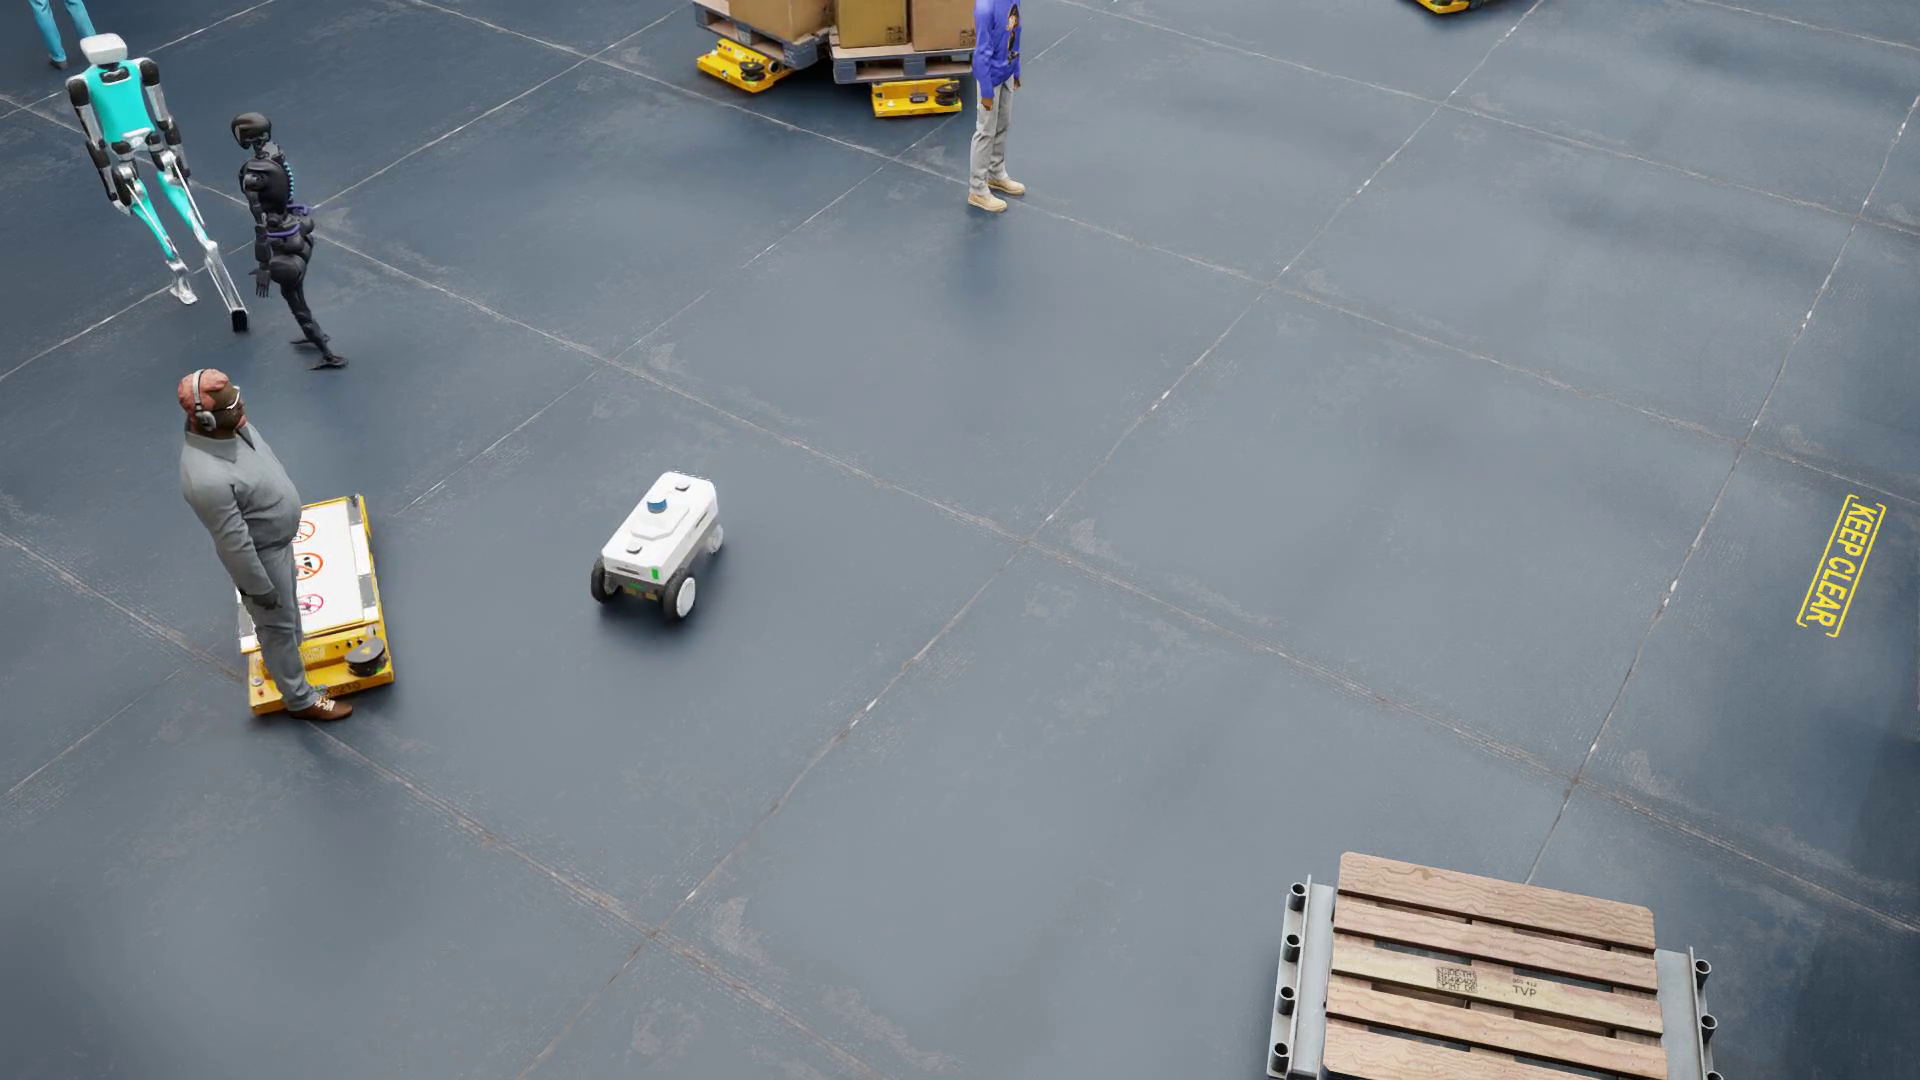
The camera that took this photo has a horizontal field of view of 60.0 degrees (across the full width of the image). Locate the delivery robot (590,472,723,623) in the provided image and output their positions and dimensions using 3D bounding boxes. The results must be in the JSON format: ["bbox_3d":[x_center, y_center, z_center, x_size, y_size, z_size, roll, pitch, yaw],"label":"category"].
[{"bbox_3d":[-1.537,0.016,8.555,0.499,0.606,0.807,14,44,15],"label":"delivery robot"}]

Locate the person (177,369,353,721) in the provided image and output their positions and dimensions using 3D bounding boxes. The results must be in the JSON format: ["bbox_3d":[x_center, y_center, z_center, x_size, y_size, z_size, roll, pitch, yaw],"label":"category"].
[{"bbox_3d":[-3.143,0.024,7.525,0.411,1.909,0.637,-10,43,-11],"label":"person"}]

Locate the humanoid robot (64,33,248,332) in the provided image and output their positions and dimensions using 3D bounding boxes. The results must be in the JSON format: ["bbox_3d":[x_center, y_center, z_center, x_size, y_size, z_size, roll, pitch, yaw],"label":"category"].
[{"bbox_3d":[-4.745,-2.065,9.999,0.556,1.771,0.966,-33,51,-31],"label":"humanoid robot"}]

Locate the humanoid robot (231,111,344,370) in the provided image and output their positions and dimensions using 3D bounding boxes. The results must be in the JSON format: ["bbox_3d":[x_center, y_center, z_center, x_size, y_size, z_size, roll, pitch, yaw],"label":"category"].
[{"bbox_3d":[-3.938,-1.703,9.626,0.379,1.657,0.589,-1,42,-1],"label":"humanoid robot"}]

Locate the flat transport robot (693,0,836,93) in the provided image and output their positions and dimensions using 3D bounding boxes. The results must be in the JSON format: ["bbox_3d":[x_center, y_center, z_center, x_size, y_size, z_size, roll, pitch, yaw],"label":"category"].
[{"bbox_3d":[-1.342,-3.966,13.218,0.659,0.231,1.431,31,50,30],"label":"flat transport robot"}]

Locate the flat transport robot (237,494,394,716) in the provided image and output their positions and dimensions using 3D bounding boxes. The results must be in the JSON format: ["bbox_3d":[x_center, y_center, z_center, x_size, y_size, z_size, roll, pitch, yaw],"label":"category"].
[{"bbox_3d":[-3.317,0.266,8.482,0.659,0.231,1.431,-14,44,-15],"label":"flat transport robot"}]

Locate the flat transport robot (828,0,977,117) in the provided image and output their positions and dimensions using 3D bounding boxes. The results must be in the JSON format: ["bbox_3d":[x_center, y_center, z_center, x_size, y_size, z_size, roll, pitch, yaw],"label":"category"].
[{"bbox_3d":[-0.409,-3.707,12.928,0.659,0.231,1.431,-6,42,-6],"label":"flat transport robot"}]

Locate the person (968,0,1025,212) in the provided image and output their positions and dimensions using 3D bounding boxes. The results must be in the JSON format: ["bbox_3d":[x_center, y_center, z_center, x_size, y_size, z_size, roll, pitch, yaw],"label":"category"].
[{"bbox_3d":[0.274,-3.079,11.035,0.380,1.865,0.457,21,46,22],"label":"person"}]

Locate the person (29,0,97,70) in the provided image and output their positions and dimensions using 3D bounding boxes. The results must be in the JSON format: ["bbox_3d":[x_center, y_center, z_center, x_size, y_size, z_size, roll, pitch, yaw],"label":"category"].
[{"bbox_3d":[-7.026,-4.480,12.608,0.562,1.847,0.389,-22,46,-22],"label":"person"}]

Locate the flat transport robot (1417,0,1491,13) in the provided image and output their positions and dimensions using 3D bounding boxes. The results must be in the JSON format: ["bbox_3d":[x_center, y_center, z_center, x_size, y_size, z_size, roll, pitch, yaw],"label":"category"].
[{"bbox_3d":[4.464,-4.795,14.145,1.431,0.231,0.659,-17,44,-18],"label":"flat transport robot"}]
